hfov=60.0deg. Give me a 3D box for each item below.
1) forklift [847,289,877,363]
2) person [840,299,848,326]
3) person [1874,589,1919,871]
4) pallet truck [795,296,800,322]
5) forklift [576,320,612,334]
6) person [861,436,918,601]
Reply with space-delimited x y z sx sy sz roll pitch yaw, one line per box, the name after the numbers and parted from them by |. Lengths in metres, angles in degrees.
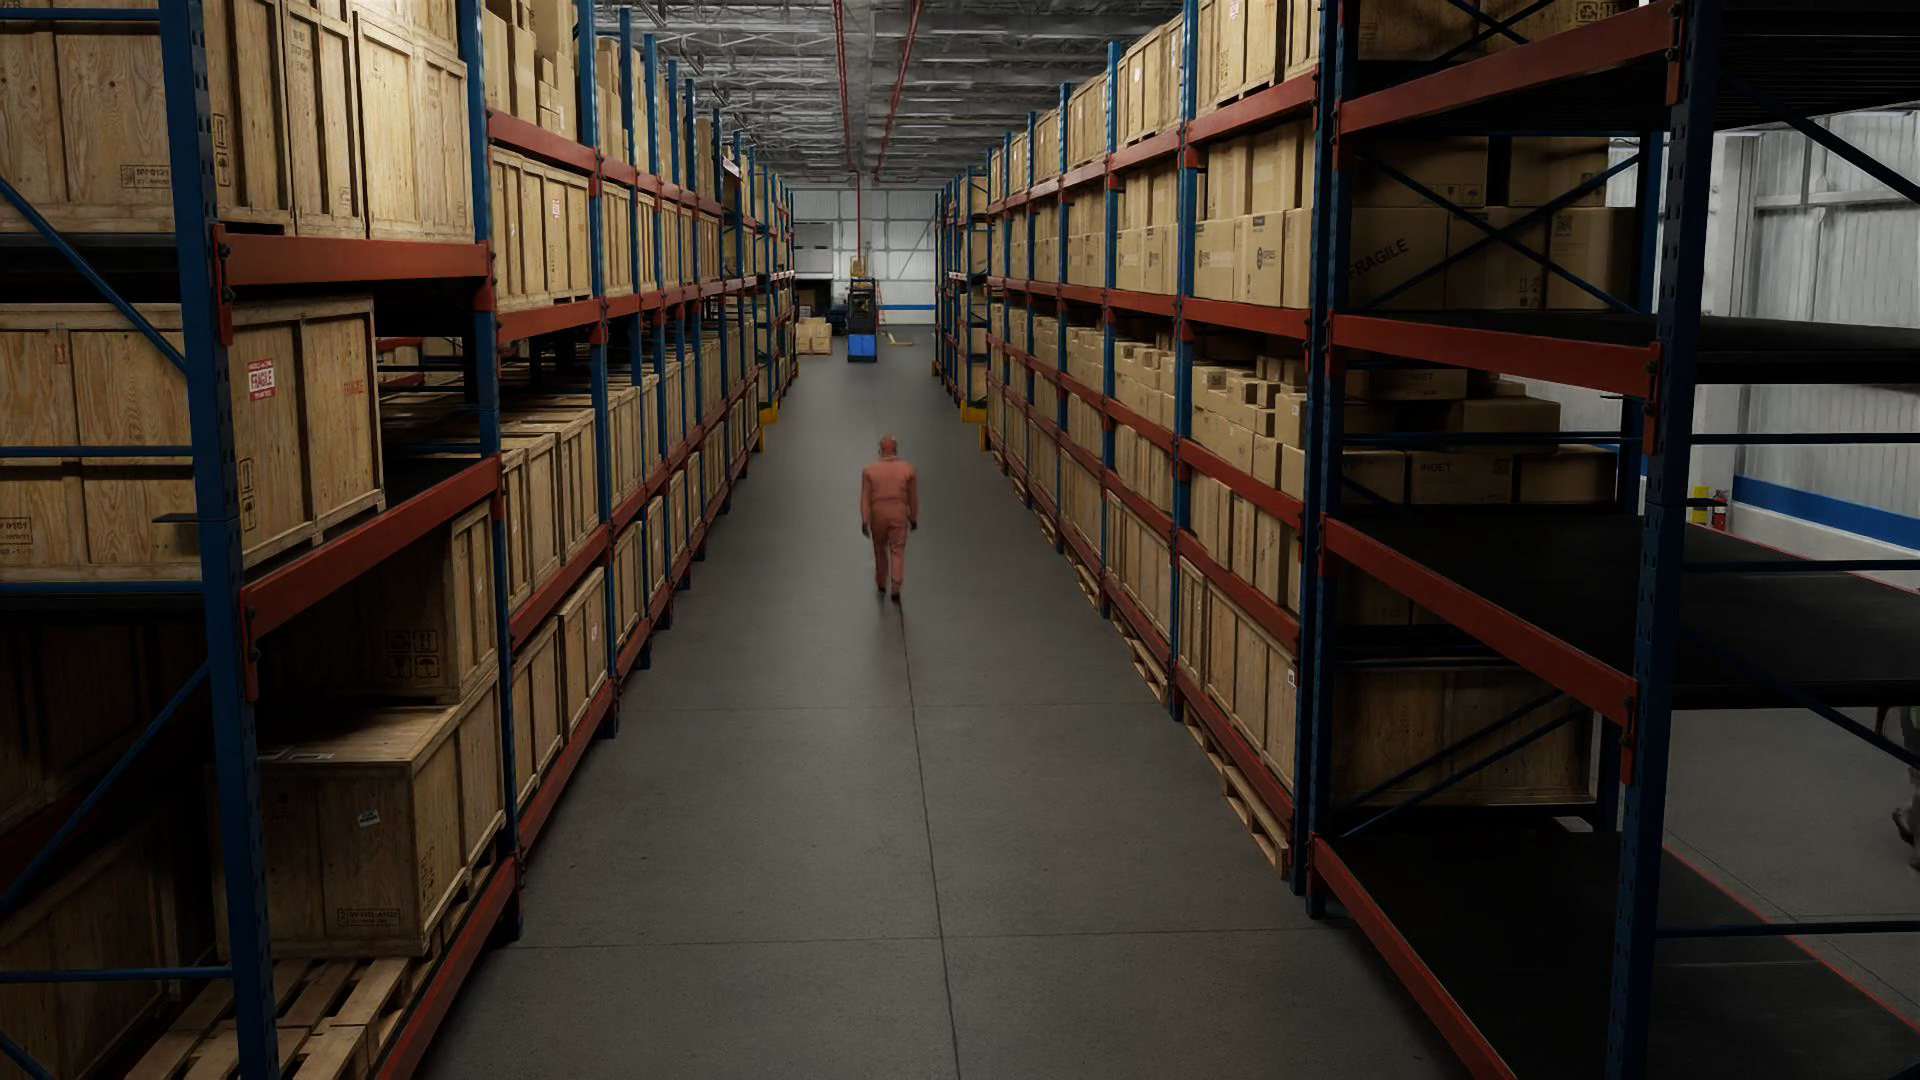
-3.725 -8.149 63.143 1.129 2.768 1.873 -1 10 -4 | forklift
-6.127 -11.884 88.469 1.062 1.880 0.639 -7 12 -35 | person
6.184 1.181 10.673 0.575 1.788 0.974 1 10 4 | person
-8.622 -12.439 91.403 1.885 1.965 0.823 2 10 13 | pallet truck
-9.158 -4.565 41.737 1.129 2.768 1.873 -1 10 -4 | forklift
-0.804 -0.255 19.049 0.666 1.865 1.007 -1 10 -6 | person
